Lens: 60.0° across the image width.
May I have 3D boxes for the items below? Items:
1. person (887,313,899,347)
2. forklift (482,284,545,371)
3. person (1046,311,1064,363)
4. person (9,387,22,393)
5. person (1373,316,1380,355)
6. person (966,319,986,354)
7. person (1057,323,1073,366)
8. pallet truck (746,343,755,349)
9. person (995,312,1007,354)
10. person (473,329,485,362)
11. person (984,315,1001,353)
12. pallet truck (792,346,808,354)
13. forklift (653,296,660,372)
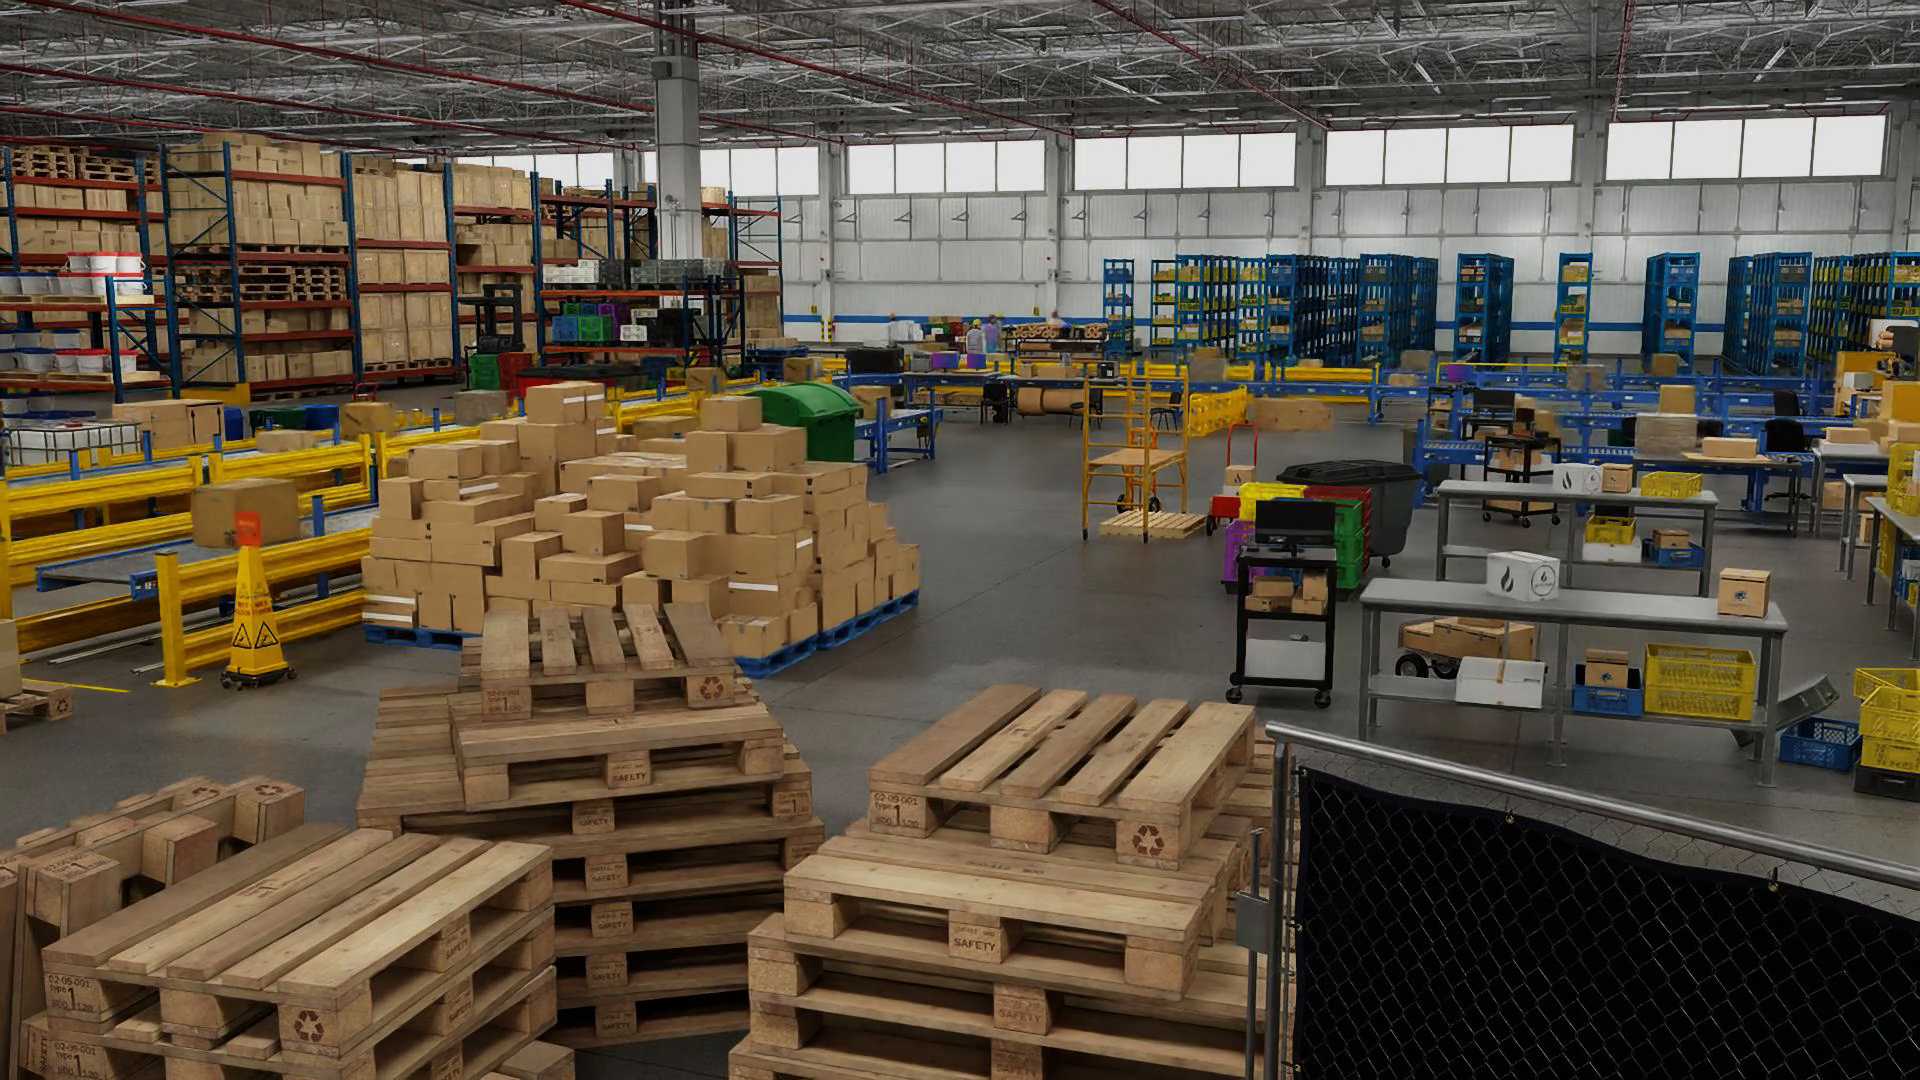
[{"bbox_3d":[-2.286,-7.043,57.947,0.564,1.724,0.773,-6,11,-34],"label":"person"},{"bbox_3d":[-10.832,-4.702,39.610,1.129,2.768,1.873,3,10,20],"label":"forklift"},{"bbox_3d":[3.080,-6.525,54.256,0.642,1.854,1.000,-3,9,-17],"label":"person"},{"bbox_3d":[-22.829,-4.126,39.649,0.788,1.718,0.527,-4,10,-23],"label":"person"},{"bbox_3d":[13.892,-6.718,55.537,0.404,1.835,0.600,0,9,-1],"label":"person"},{"bbox_3d":[0.465,-5.193,45.985,0.600,1.827,0.404,5,10,29],"label":"person"},{"bbox_3d":[2.376,-3.912,37.570,0.387,1.948,0.601,-1,9,-6],"label":"person"},{"bbox_3d":[-6.183,-4.618,44.264,1.601,1.201,0.680,-9,12,-43],"label":"pallet truck"},{"bbox_3d":[1.425,-7.503,60.861,0.467,1.717,0.596,5,10,28],"label":"person"},{"bbox_3d":[-12.051,-4.482,41.968,0.321,1.694,0.534,7,12,39],"label":"person"},{"bbox_3d":[0.960,-6.170,52.210,0.605,1.806,0.765,-6,11,-35],"label":"person"},{"bbox_3d":[-3.705,-4.298,42.022,0.653,1.274,1.630,3,10,20],"label":"pallet truck"},{"bbox_3d":[-8.895,-6.481,50.783,1.129,2.768,1.873,3,10,20],"label":"forklift"}]
